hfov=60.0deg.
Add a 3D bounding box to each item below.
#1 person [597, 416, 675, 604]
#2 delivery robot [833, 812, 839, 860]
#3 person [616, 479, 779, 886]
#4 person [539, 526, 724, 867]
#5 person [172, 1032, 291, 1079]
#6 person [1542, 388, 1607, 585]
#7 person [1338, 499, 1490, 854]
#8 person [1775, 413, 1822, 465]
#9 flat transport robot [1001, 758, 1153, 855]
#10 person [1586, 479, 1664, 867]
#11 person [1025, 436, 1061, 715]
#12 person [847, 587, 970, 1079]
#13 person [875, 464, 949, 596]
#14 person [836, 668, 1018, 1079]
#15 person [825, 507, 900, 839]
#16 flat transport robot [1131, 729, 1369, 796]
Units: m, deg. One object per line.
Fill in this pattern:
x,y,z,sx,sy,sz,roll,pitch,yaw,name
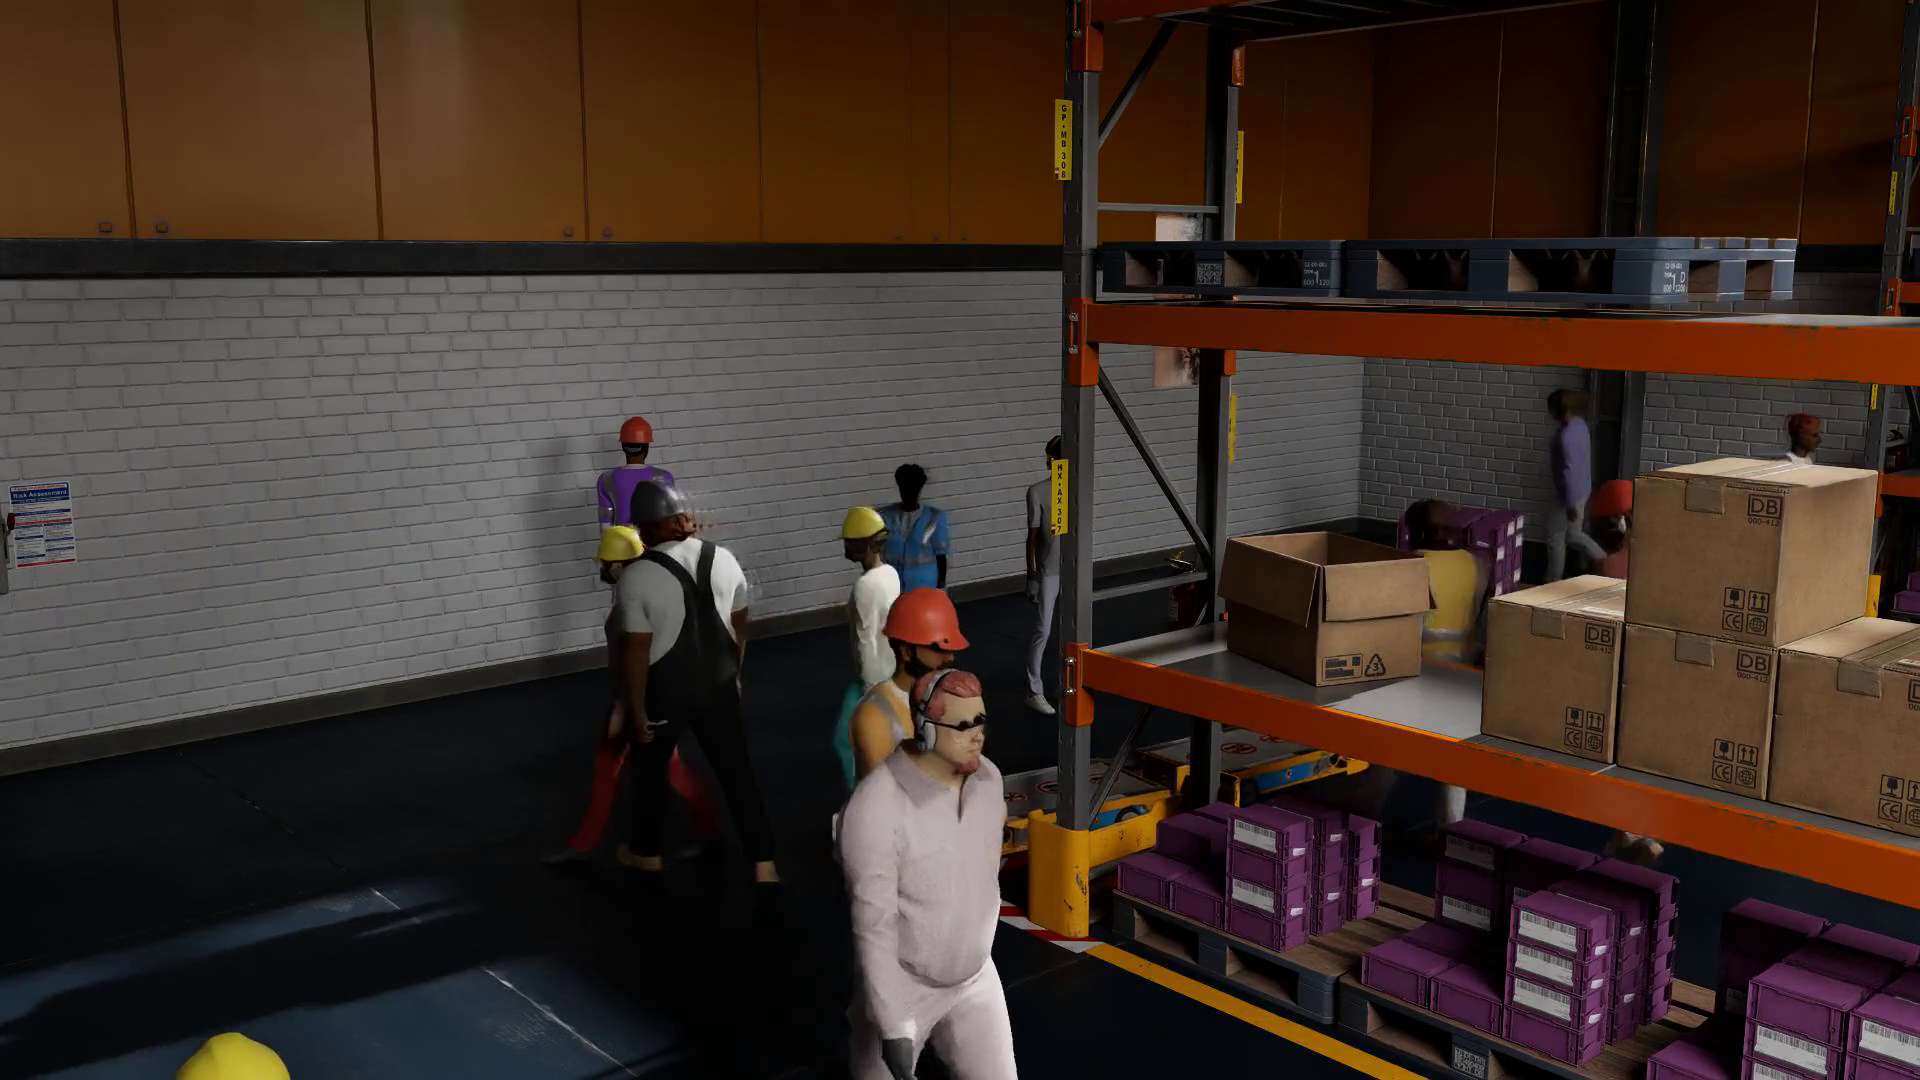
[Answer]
-2.216,0.114,11.513,0.544,1.939,0.350,-1,10,-4,person
-0.283,1.360,7.989,0.477,0.478,0.707,8,13,39,delivery robot
-1.289,0.664,7.992,0.707,2.000,0.947,-8,13,-40,person
-1.606,0.783,8.247,0.911,1.723,0.541,-4,11,-23,person
-1.177,1.684,2.826,0.524,1.769,0.308,-8,13,-39,person
5.392,-0.376,14.481,0.774,1.906,0.661,6,11,32,person
2.344,0.683,8.567,0.632,1.803,0.875,-3,10,-17,person
6.201,-0.027,12.531,0.596,1.871,0.473,-10,14,-44,person
0.451,1.413,8.781,1.431,0.197,0.652,-6,11,-30,flat transport robot
3.201,0.697,8.031,0.647,1.958,0.552,-7,12,-34,person
0.646,0.229,11.075,0.511,1.860,0.313,-7,12,-36,person
-0.095,1.114,5.715,0.679,1.912,0.558,7,12,35,person
-0.356,0.313,11.085,0.560,1.679,0.384,2,10,10,person
-0.023,1.299,4.776,0.658,1.865,0.931,-9,13,-42,person
-0.494,0.696,8.661,0.578,1.747,0.534,4,10,21,person
1.650,1.276,9.585,1.431,0.197,0.652,-7,12,-37,flat transport robot
